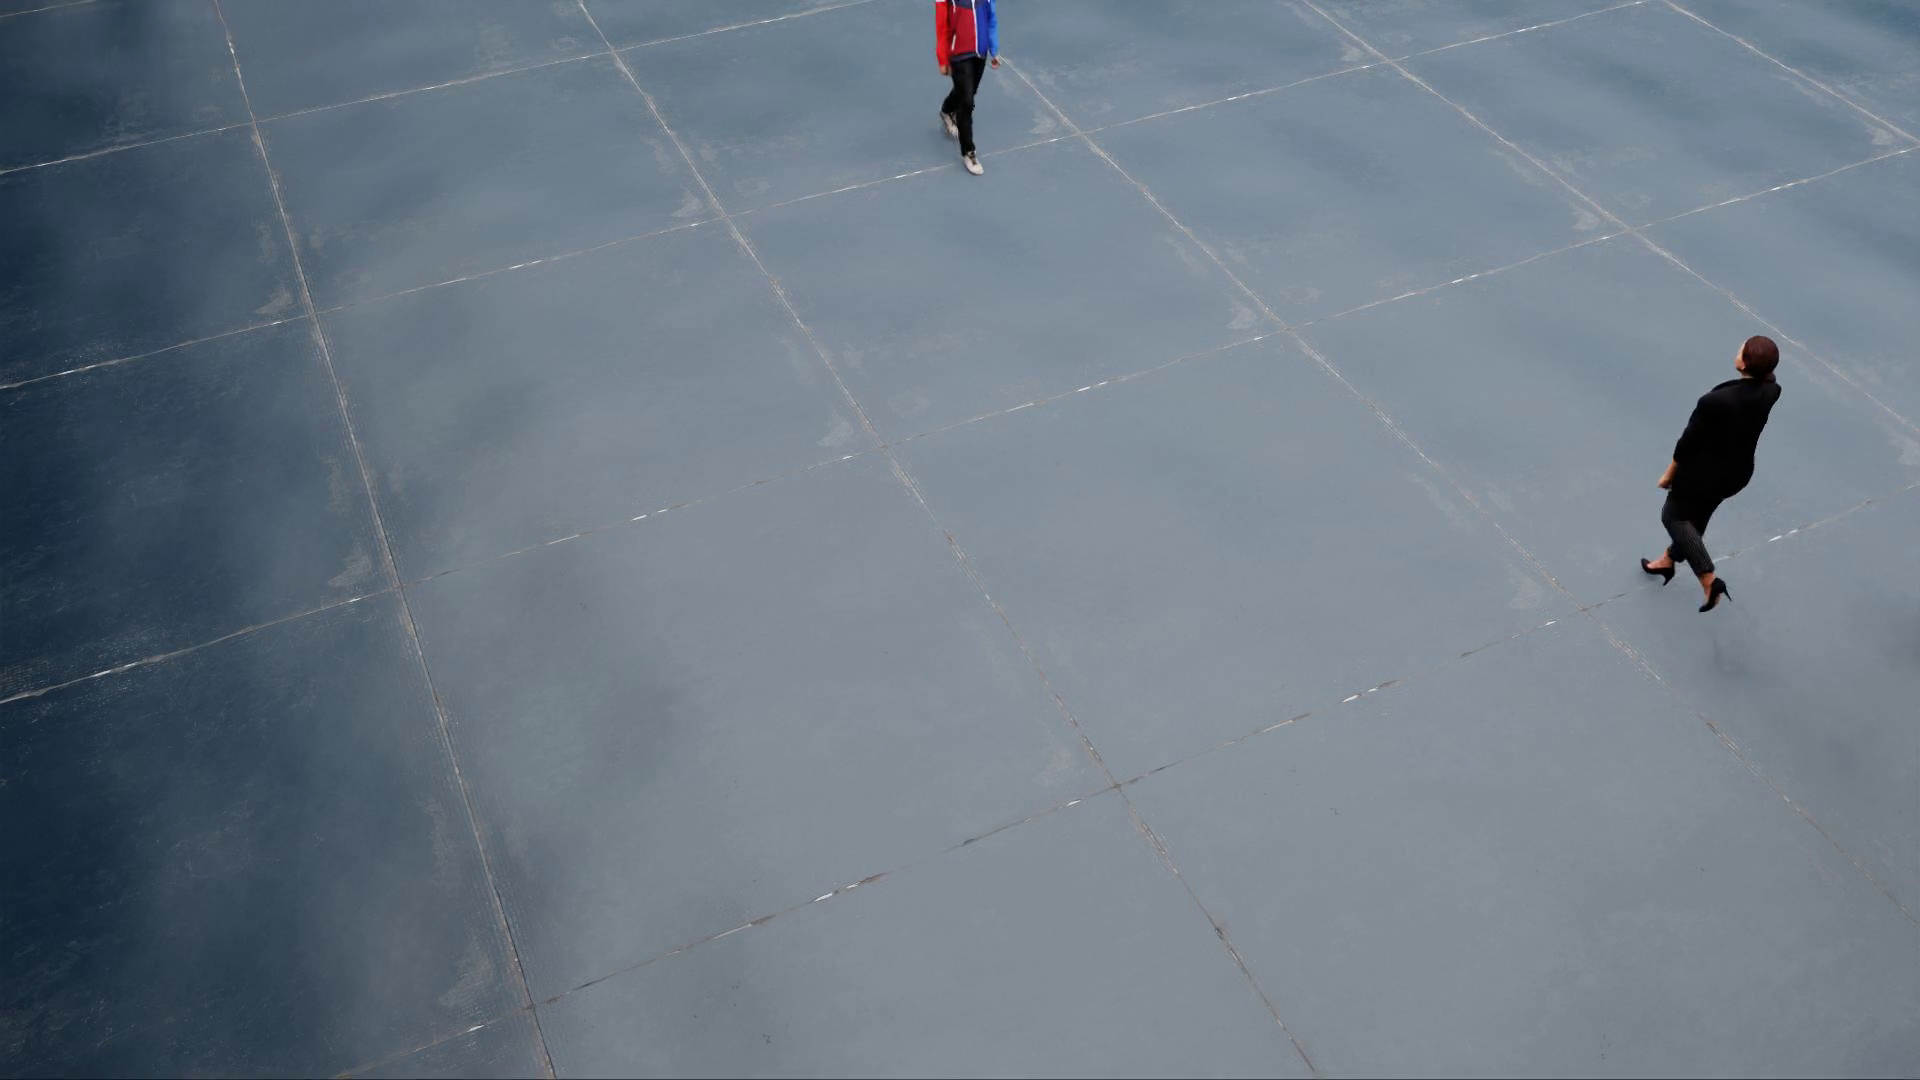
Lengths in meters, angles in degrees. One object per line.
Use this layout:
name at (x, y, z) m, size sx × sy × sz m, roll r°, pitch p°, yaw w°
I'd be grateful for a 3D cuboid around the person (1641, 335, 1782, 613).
person at (4.030, -0.297, 8.817) m, size 0.668 × 1.702 × 0.882 m, roll -15°, pitch 44°, yaw -16°

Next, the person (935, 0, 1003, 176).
person at (0.009, -3.748, 12.590) m, size 0.736 × 1.738 × 1.088 m, roll -23°, pitch 47°, yaw -23°
